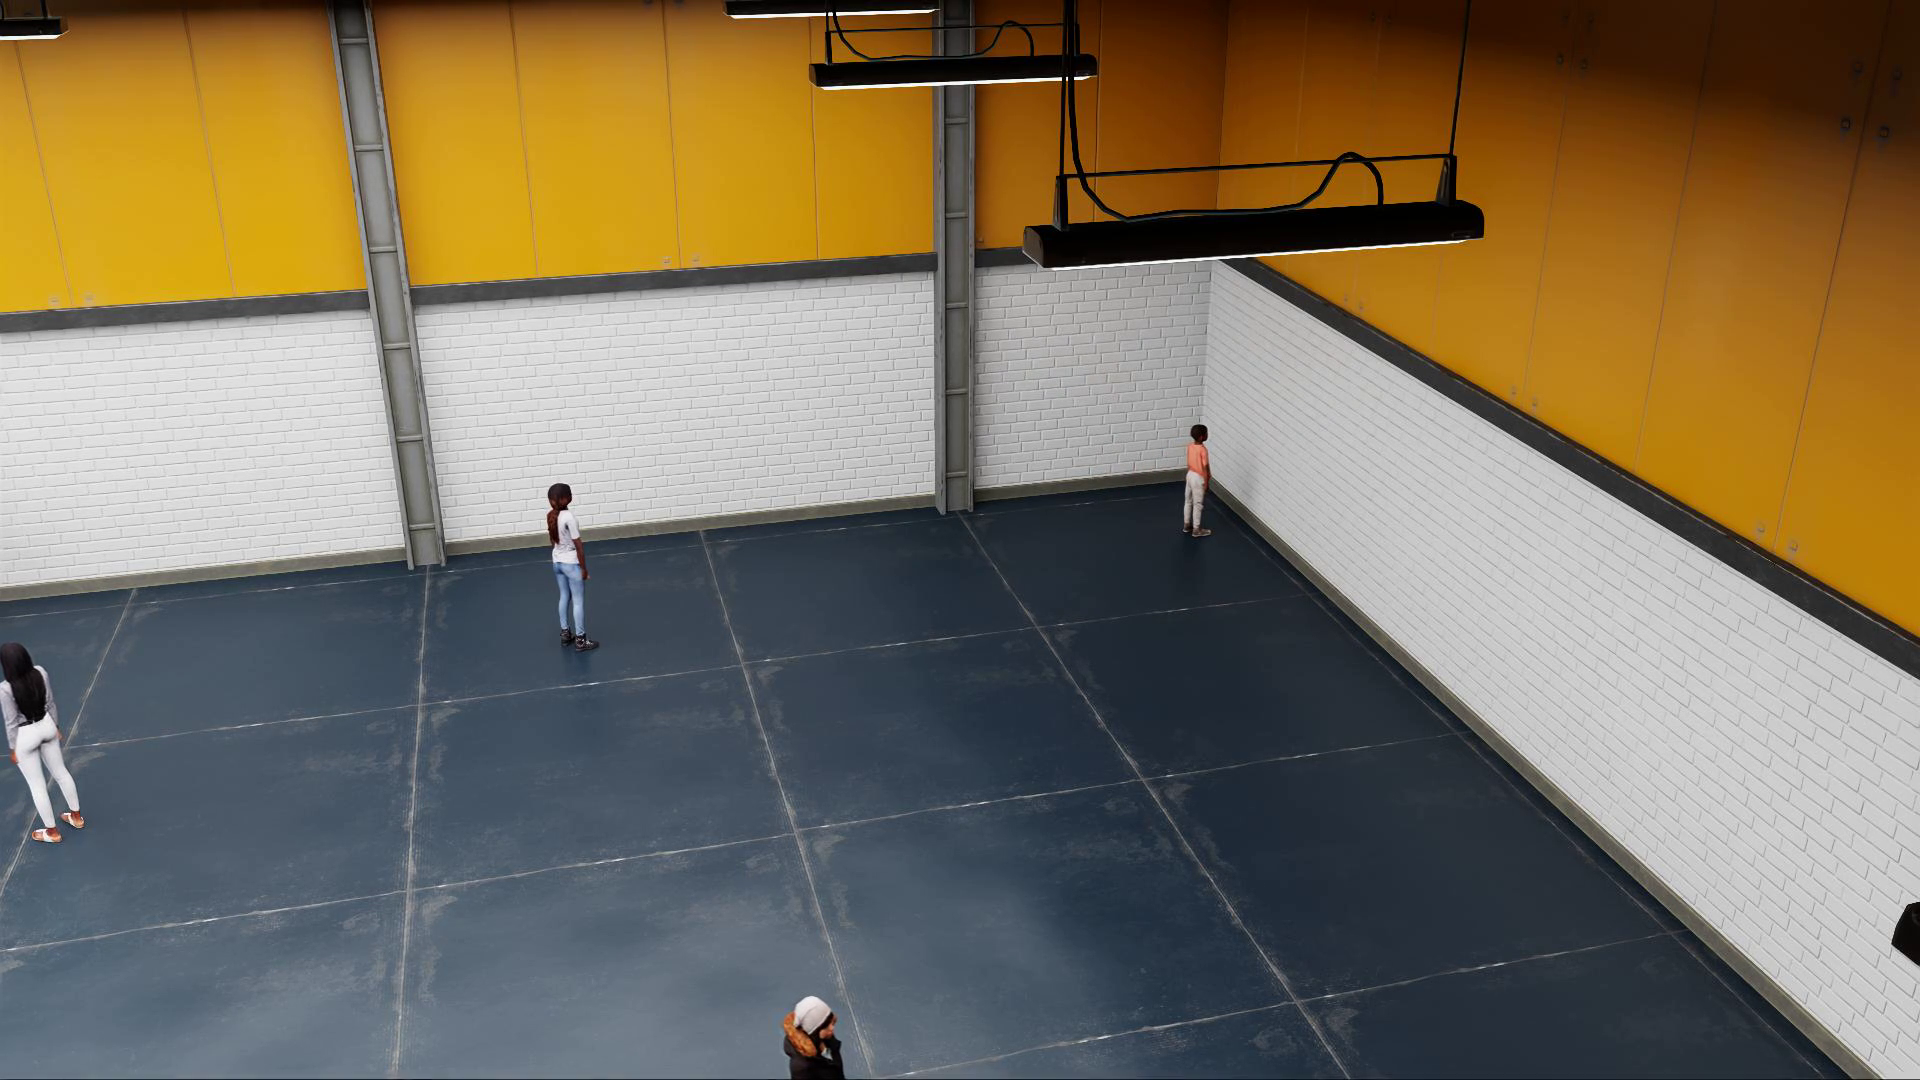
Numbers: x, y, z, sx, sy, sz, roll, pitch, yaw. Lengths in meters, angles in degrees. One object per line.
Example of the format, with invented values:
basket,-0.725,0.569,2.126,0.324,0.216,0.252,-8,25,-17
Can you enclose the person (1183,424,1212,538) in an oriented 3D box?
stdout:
person,2.673,-0.689,18.805,0.541,1.310,0.537,-13,27,-27

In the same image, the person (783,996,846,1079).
person,-0.807,3.250,9.389,0.753,1.634,0.734,5,24,12

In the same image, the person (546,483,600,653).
person,-3.800,0.248,16.150,0.669,1.719,0.700,18,30,36

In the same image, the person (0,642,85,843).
person,-7.298,1.572,13.117,0.701,1.724,0.665,10,26,22
